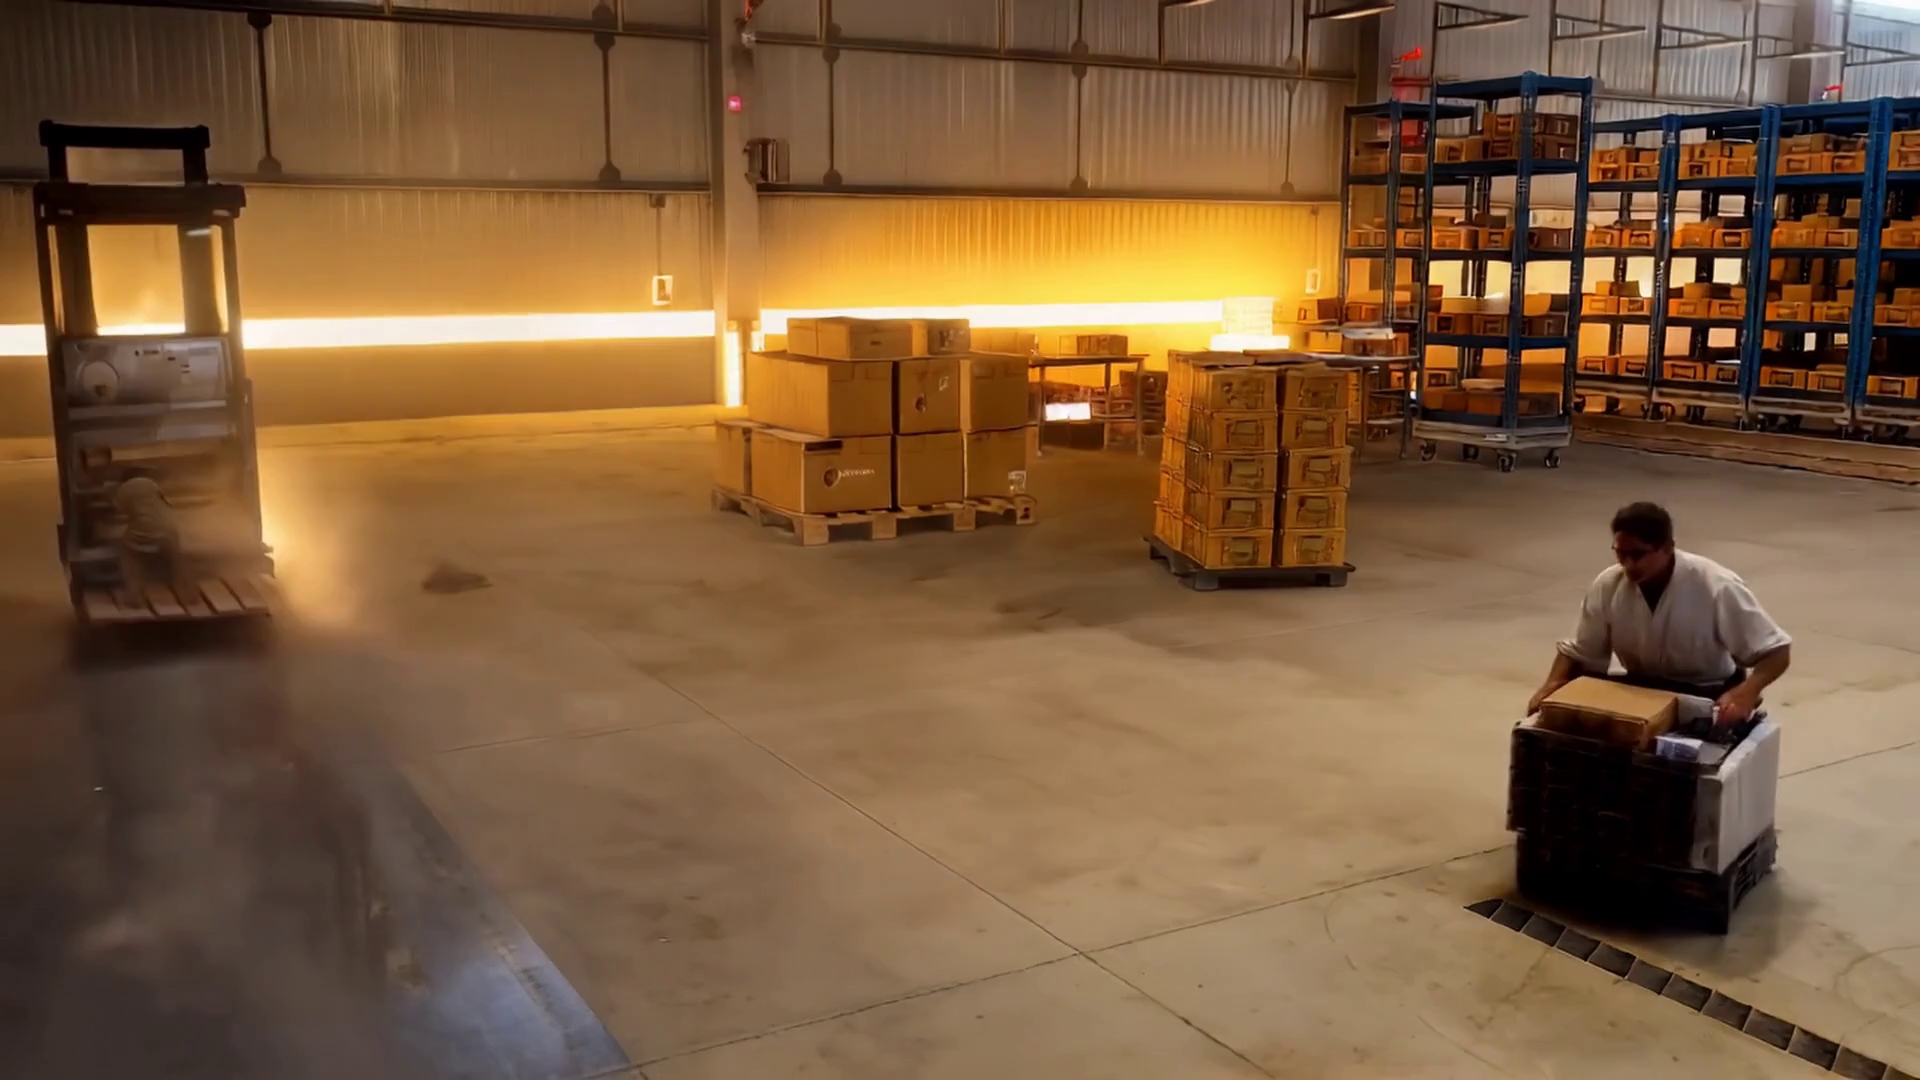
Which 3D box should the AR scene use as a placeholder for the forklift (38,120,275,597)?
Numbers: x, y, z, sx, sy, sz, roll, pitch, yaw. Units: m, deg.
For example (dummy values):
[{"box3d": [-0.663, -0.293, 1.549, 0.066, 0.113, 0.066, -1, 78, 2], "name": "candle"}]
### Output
[{"box3d": [-5.165, -1.208, 10.512, 1.129, 2.768, 1.873, -6, 12, -30], "name": "forklift"}]
